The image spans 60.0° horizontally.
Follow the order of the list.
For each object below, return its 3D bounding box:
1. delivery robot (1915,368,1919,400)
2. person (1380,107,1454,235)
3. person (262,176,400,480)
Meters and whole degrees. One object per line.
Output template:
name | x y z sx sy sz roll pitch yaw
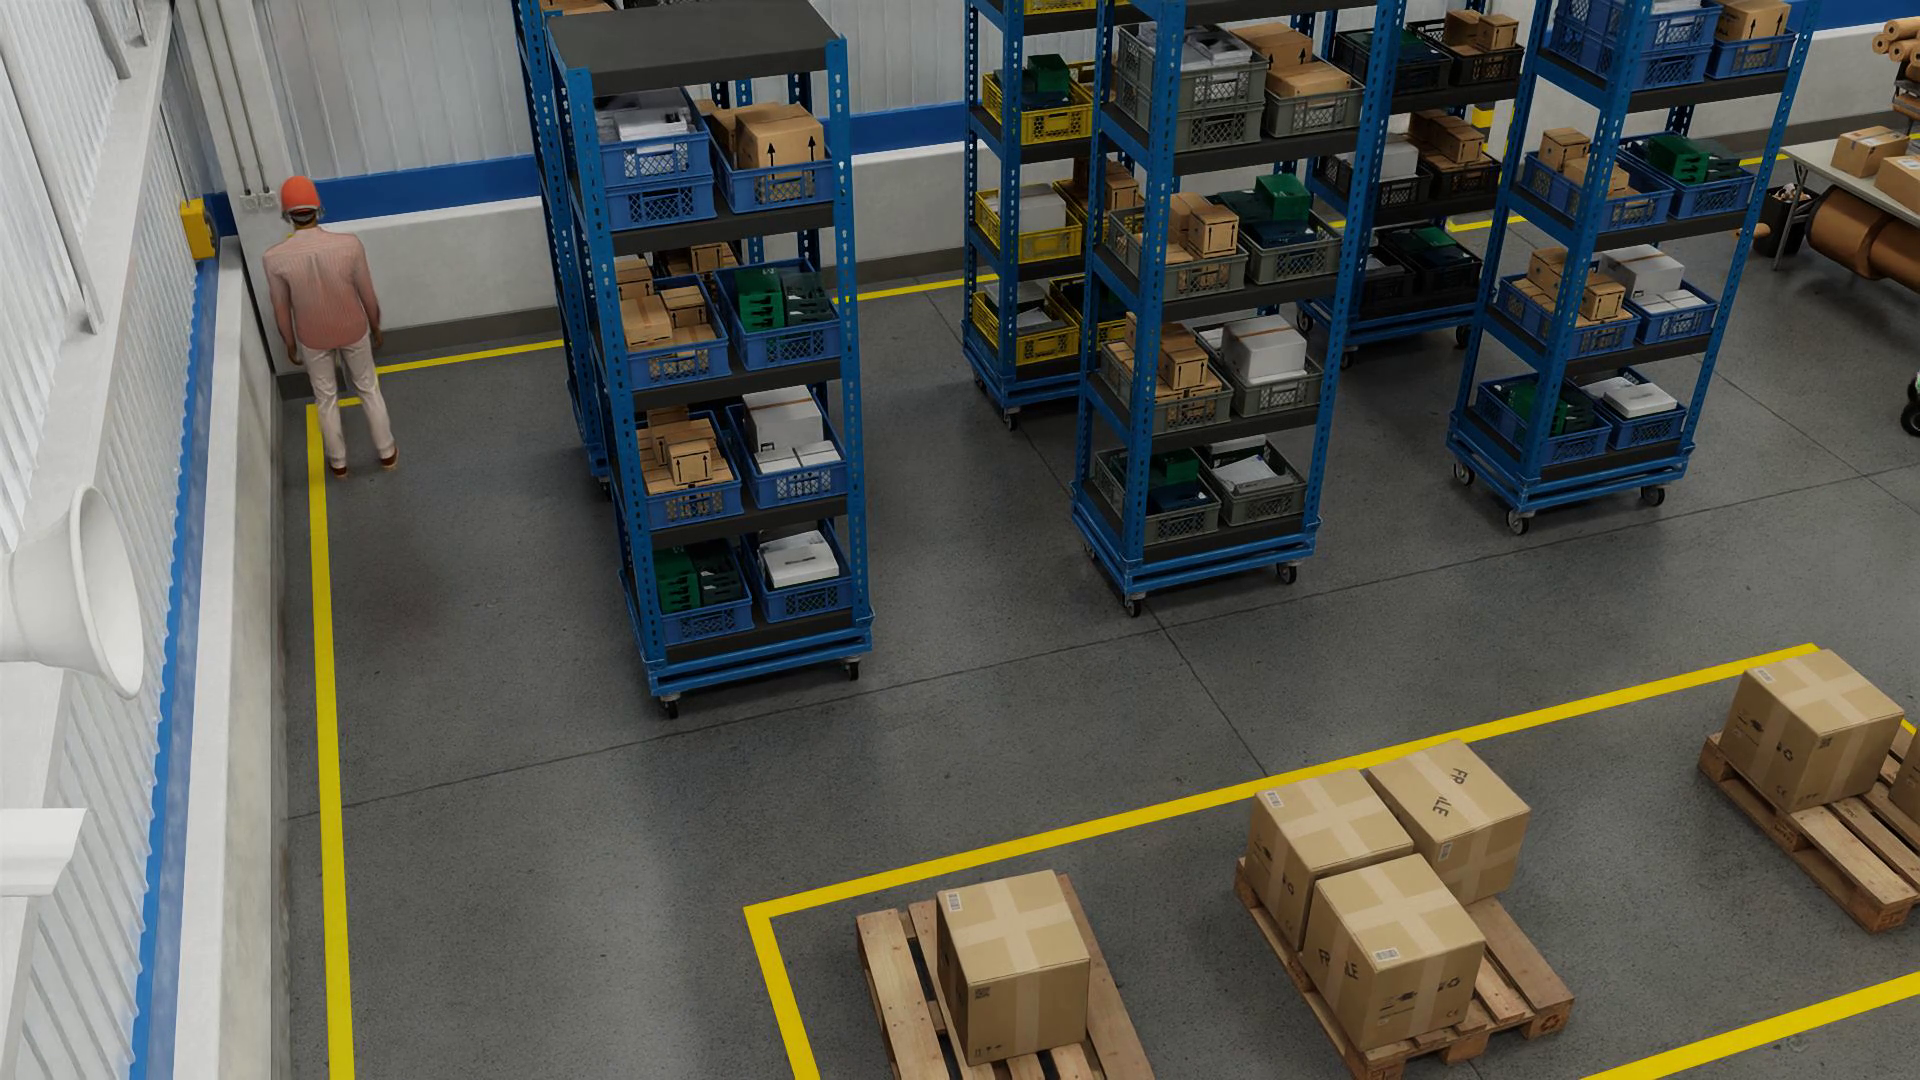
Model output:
delivery robot | 6.786 -0.994 11.117 0.707 0.478 0.477 19 39 25
person | 3.557 -2.757 12.789 0.825 1.606 0.522 6 36 9
person | -3.946 -1.321 10.435 0.612 1.985 0.416 -14 38 -19
